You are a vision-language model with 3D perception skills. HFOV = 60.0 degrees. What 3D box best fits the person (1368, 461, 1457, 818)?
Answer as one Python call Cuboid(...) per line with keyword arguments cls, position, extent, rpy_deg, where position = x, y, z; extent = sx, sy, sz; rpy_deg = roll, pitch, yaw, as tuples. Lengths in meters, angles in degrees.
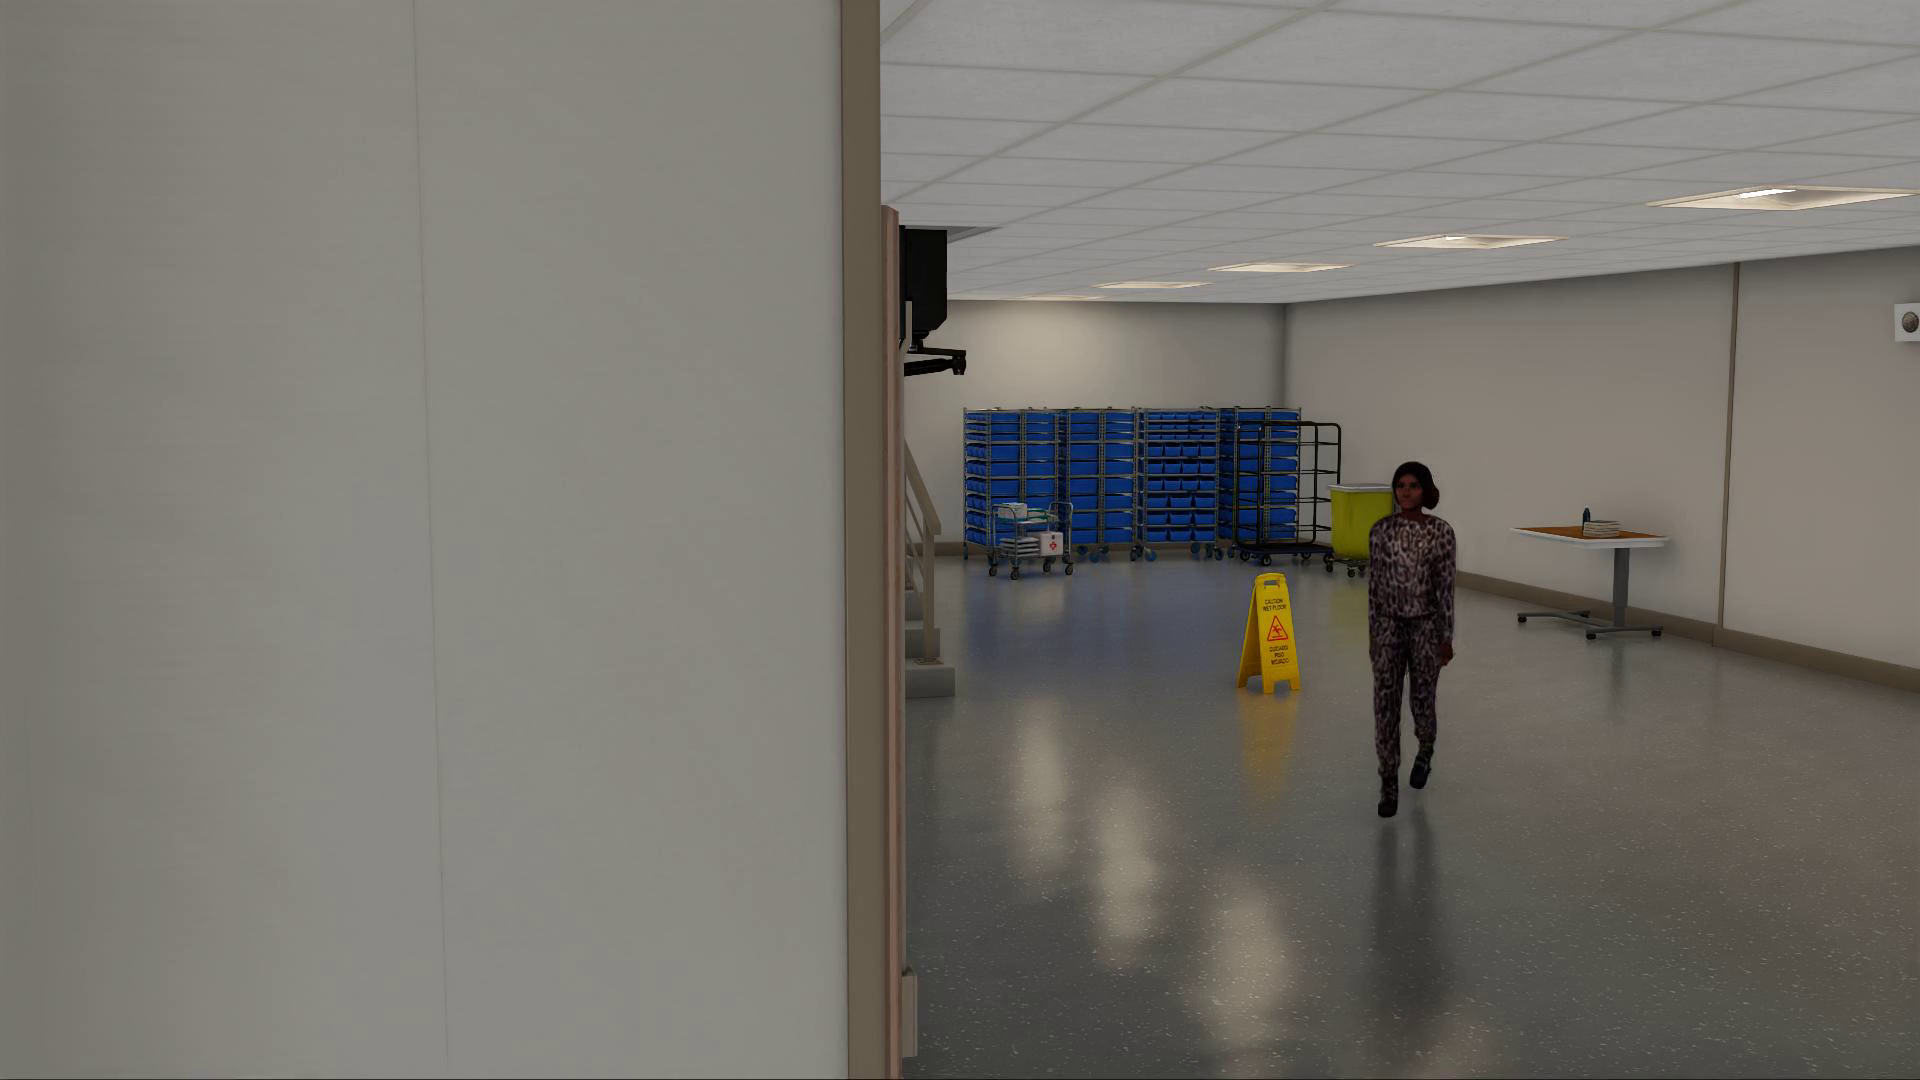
Cuboid(cls="person", position=(2.238, 0.482, 8.193), extent=(1.041, 1.677, 1.168), rpy_deg=(3, 6, 25))
